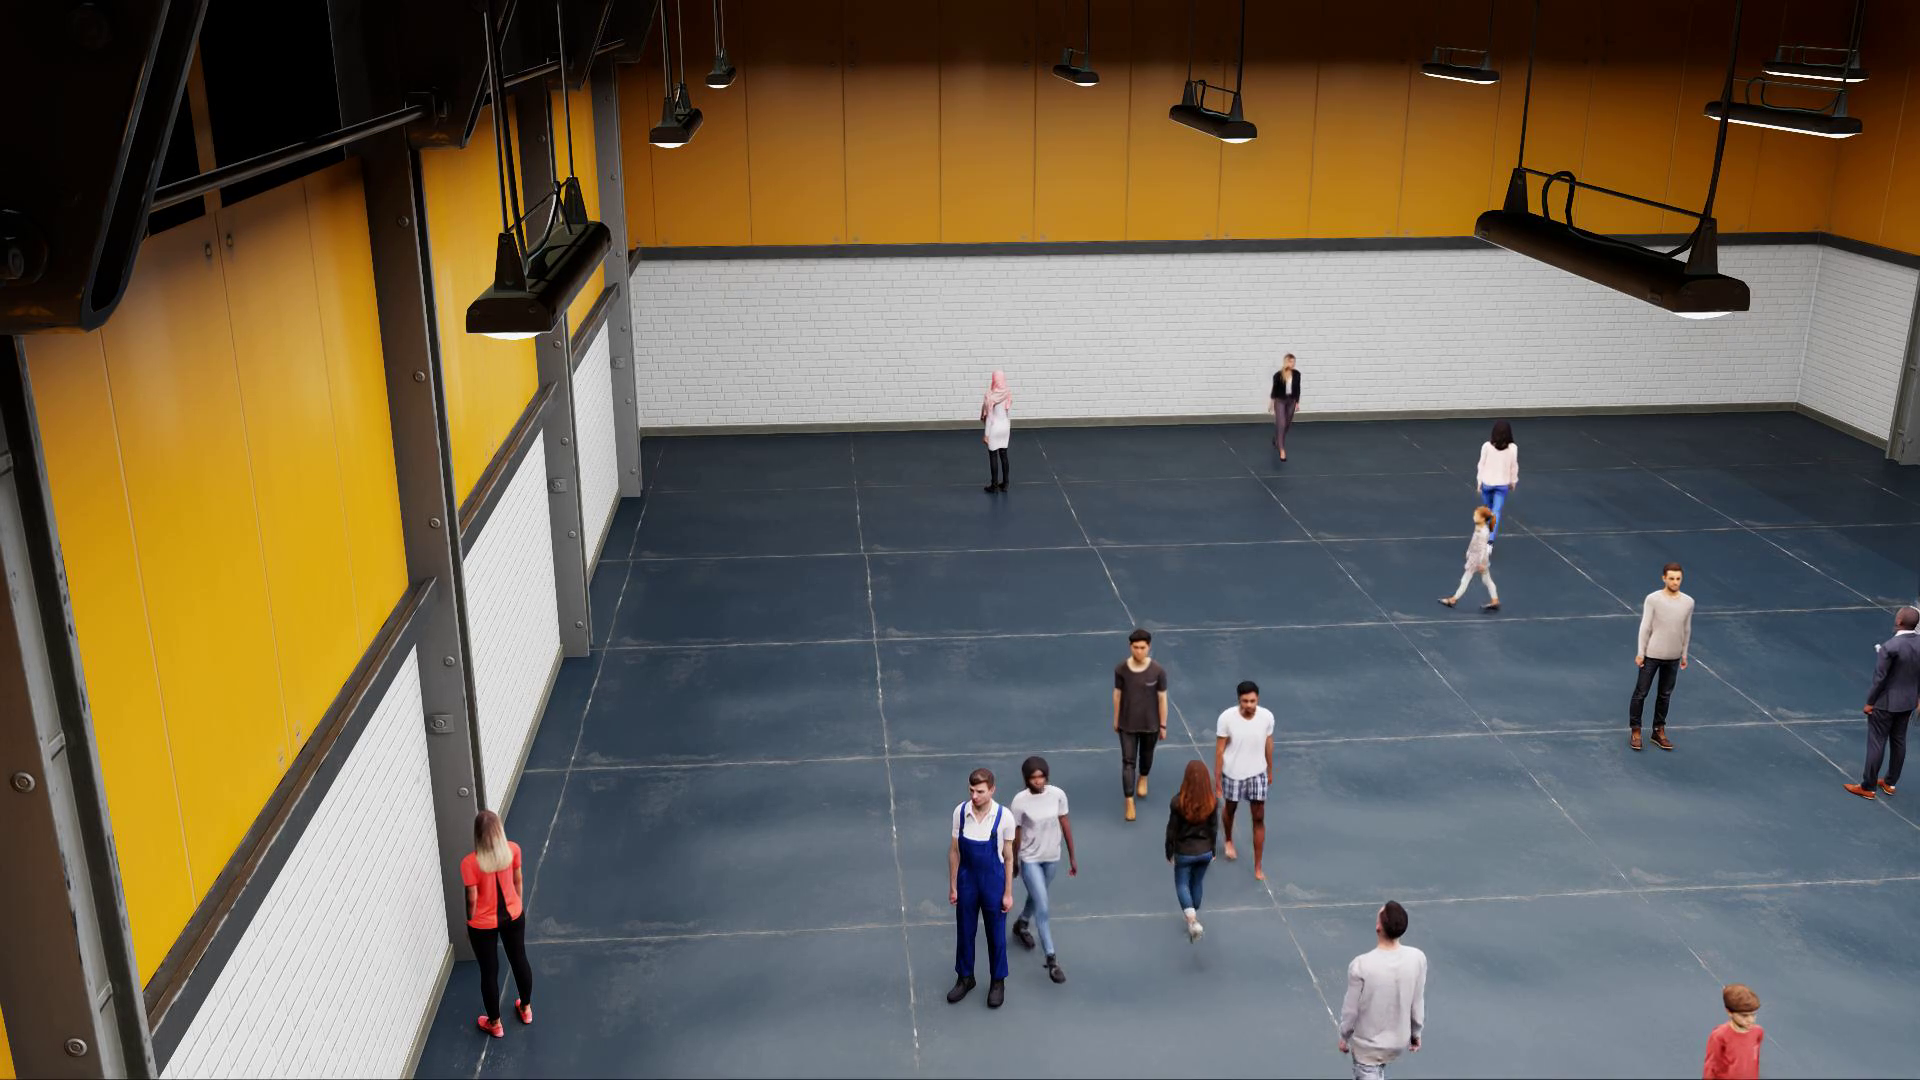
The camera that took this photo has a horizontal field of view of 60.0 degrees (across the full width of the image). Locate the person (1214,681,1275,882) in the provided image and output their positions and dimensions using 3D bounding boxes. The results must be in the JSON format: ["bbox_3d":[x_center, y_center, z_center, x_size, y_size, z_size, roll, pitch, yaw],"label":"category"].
[{"bbox_3d":[2.334,1.906,13.804,0.719,1.689,1.020,-1,19,-2],"label":"person"}]

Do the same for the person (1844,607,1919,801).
[{"bbox_3d":[8.380,1.455,14.932,0.726,1.824,0.656,-5,19,-14],"label":"person"}]

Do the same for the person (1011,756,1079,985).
[{"bbox_3d":[0.566,2.375,12.429,0.881,1.677,1.194,-10,21,-27],"label":"person"}]

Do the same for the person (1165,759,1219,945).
[{"bbox_3d":[1.797,2.399,12.690,0.604,1.466,0.827,-3,19,-8],"label":"person"}]

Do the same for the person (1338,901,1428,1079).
[{"bbox_3d":[2.594,3.073,10.144,0.799,1.812,1.149,-5,19,-13],"label":"person"}]

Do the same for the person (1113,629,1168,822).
[{"bbox_3d":[1.606,1.575,14.802,0.781,1.680,1.104,3,19,8],"label":"person"}]

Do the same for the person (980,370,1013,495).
[{"bbox_3d":[0.544,-1.563,23.927,0.735,1.803,0.755,-12,22,-32],"label":"person"}]

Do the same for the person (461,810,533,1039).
[{"bbox_3d":[-3.224,2.650,11.587,0.676,1.694,0.707,-16,24,-39],"label":"person"}]

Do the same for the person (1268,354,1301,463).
[{"bbox_3d":[4.980,-2.069,25.696,0.694,1.632,1.066,-3,19,-8],"label":"person"}]

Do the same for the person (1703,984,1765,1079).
[{"bbox_3d":[4.642,3.314,10.050,0.544,1.416,0.503,-4,19,-13],"label":"person"}]

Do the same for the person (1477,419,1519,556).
[{"bbox_3d":[6.867,-0.647,21.323,1.021,1.728,1.273,7,20,21],"label":"person"}]

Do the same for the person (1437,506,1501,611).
[{"bbox_3d":[6.122,0.246,19.389,0.797,1.270,0.950,4,19,13],"label":"person"}]

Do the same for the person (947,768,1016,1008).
[{"bbox_3d":[0.166,2.458,11.914,0.706,1.849,0.689,5,19,15],"label":"person"}]

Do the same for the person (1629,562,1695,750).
[{"bbox_3d":[6.717,1.094,15.935,0.659,1.868,0.585,0,19,0],"label":"person"}]
